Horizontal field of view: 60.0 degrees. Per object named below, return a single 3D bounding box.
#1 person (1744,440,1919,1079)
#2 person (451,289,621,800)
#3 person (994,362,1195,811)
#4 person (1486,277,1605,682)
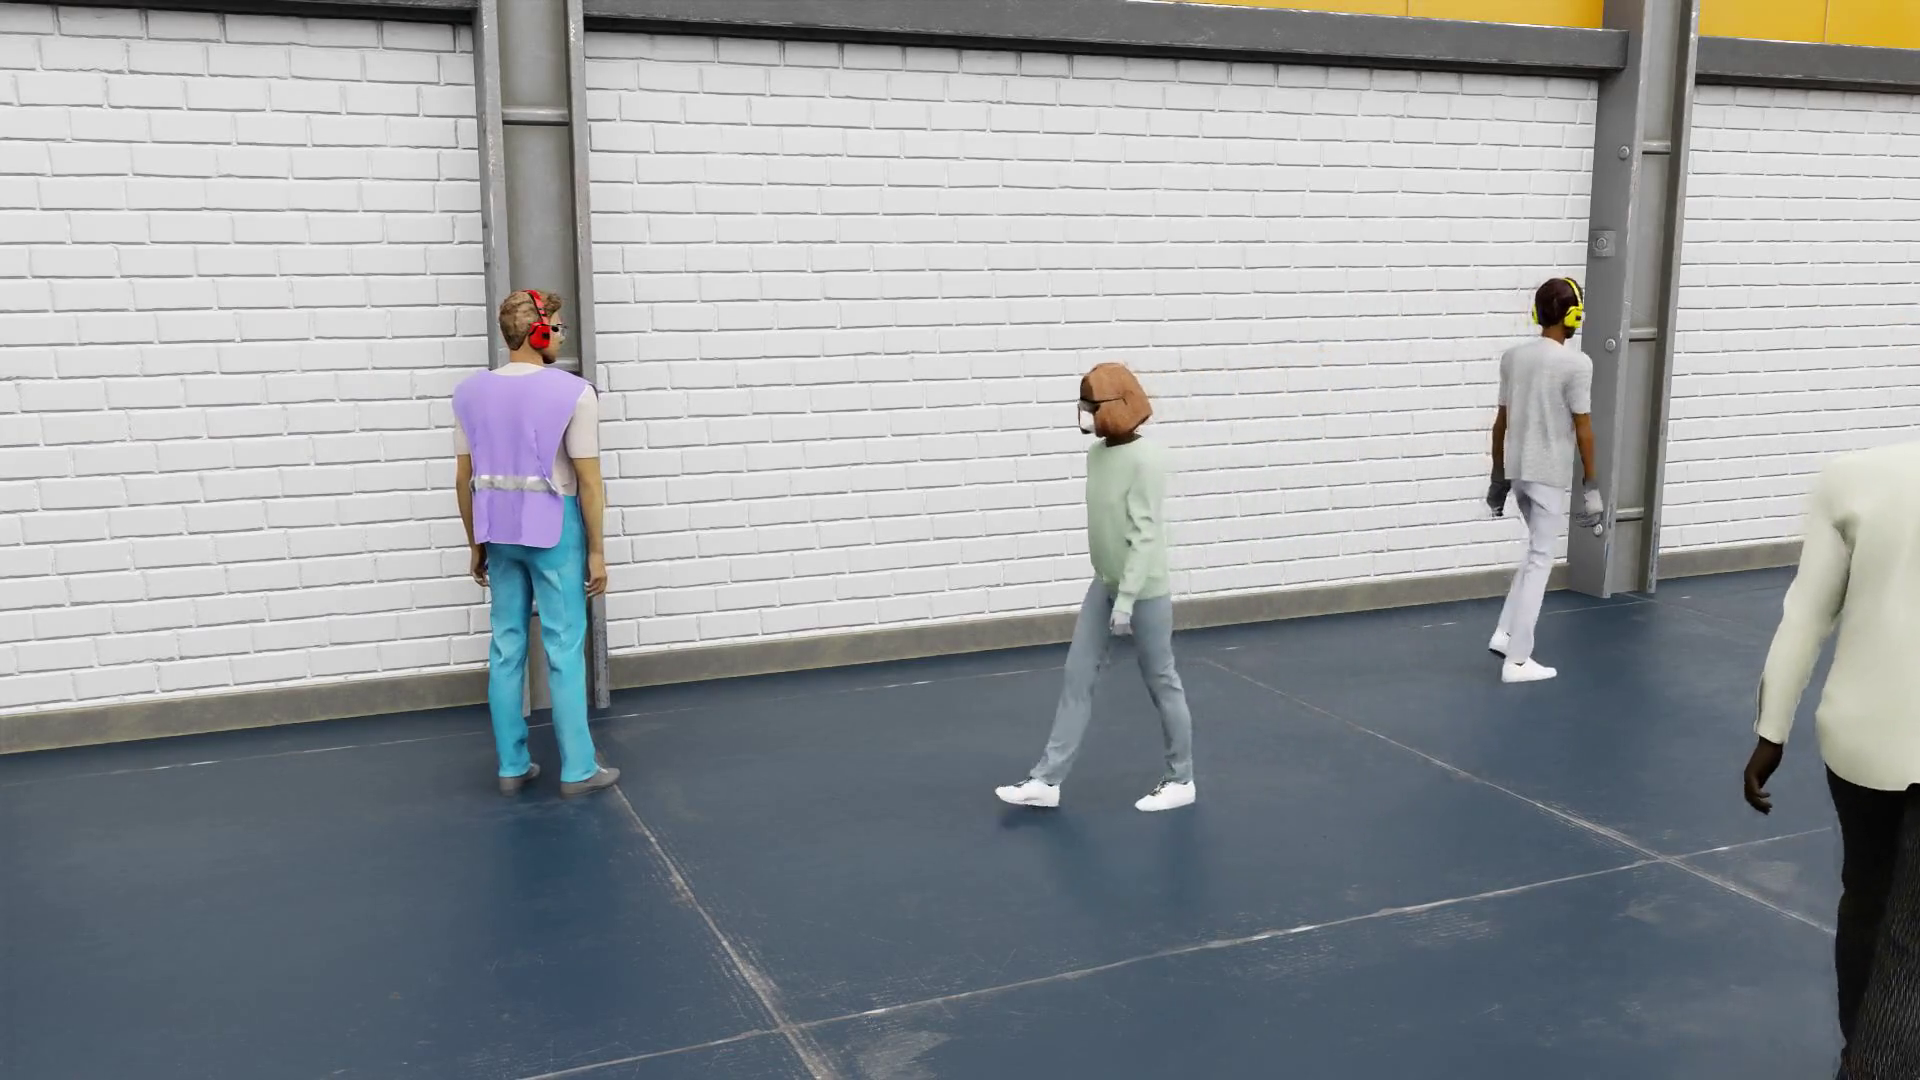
[{"bbox_3d":[2.031,0.440,3.515,0.990,1.929,0.652,-10,14,-44],"label":"person"},{"bbox_3d":[-1.545,0.028,5.994,0.564,1.841,0.394,3,11,15],"label":"person"},{"bbox_3d":[0.505,0.194,5.774,0.796,1.594,0.506,-5,11,-26],"label":"person"},{"bbox_3d":[2.663,-0.259,7.572,0.445,1.848,0.526,-4,11,-22],"label":"person"}]
